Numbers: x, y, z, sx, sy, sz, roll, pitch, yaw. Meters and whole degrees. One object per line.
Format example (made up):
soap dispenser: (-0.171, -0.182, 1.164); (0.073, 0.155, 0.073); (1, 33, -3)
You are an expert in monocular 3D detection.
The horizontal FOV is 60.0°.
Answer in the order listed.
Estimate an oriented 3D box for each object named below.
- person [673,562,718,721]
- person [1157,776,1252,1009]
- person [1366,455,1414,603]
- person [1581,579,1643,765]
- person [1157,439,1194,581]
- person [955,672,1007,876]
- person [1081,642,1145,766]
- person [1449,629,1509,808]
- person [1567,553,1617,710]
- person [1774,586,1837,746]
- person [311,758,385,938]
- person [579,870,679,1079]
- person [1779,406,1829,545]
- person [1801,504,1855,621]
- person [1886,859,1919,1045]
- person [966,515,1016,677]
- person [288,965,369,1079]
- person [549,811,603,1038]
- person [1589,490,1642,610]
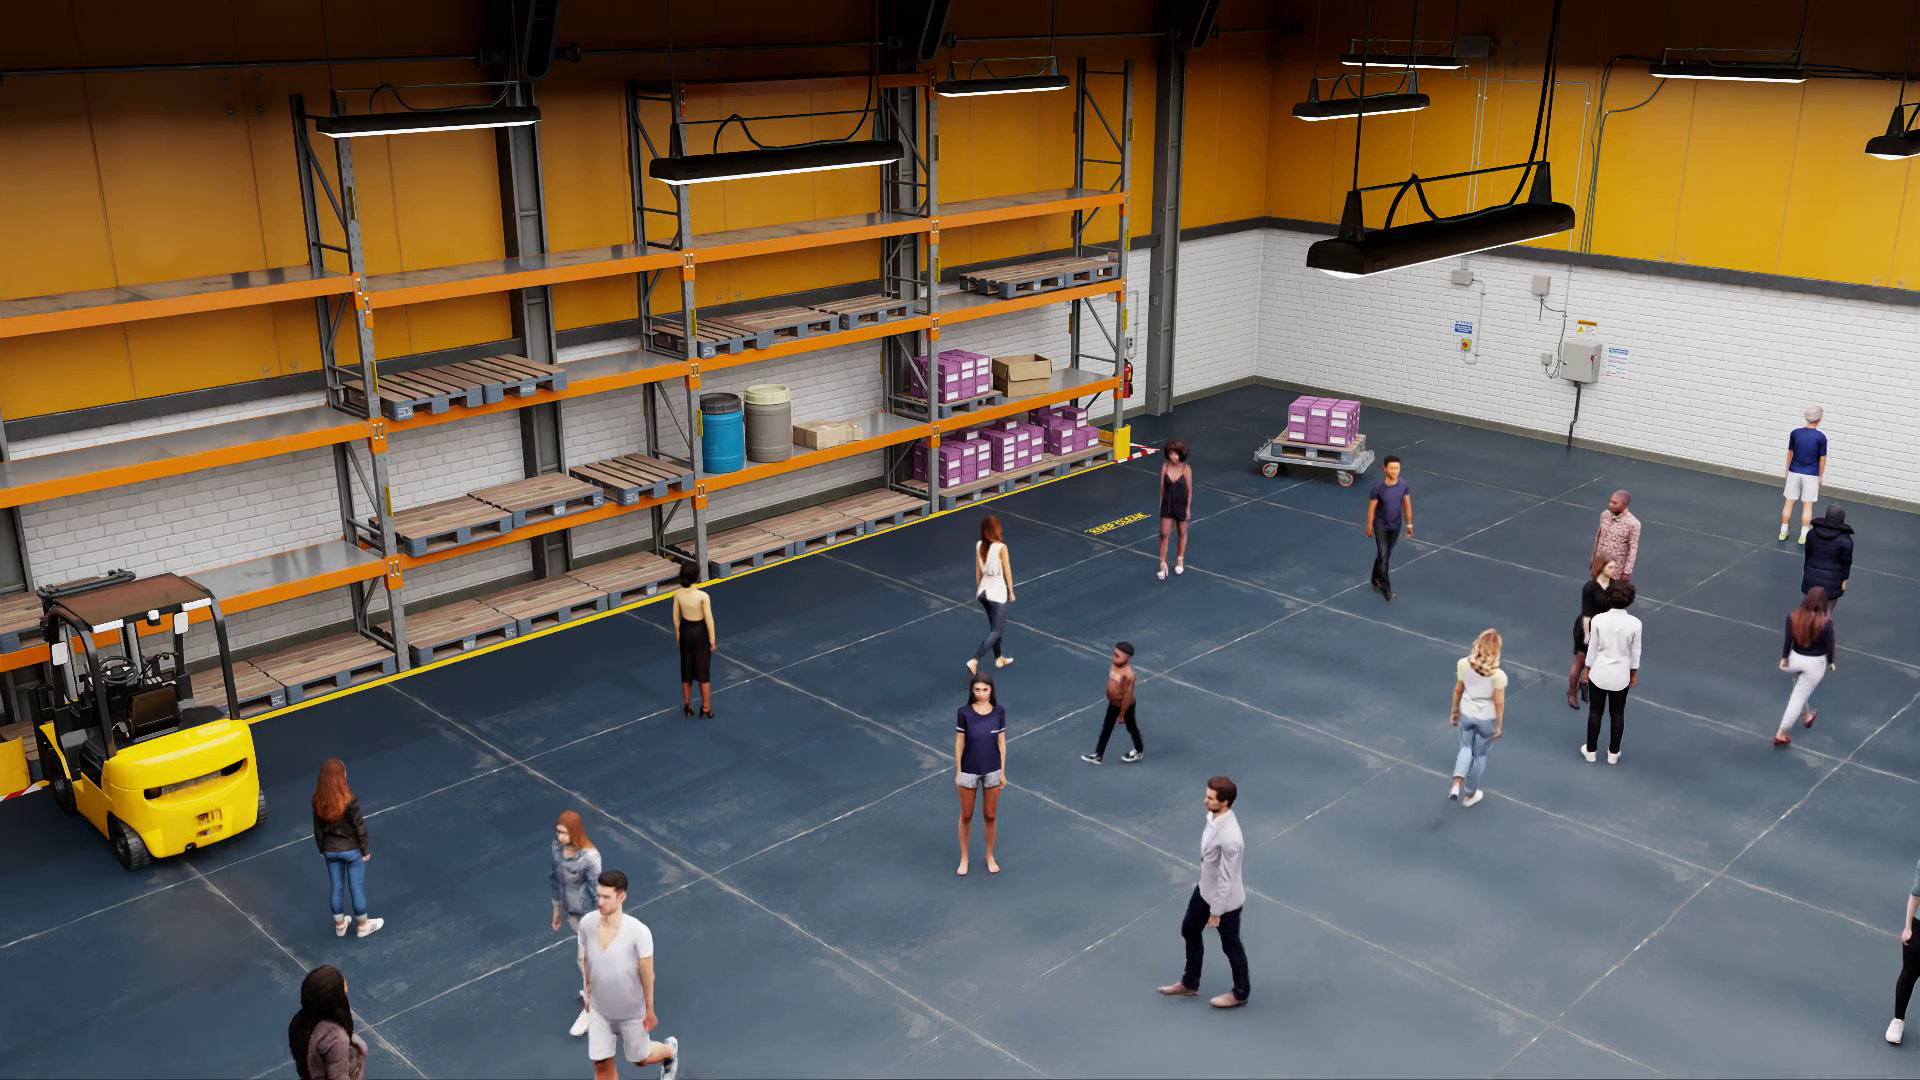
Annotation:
person: (-2.657, 1.006, 16.614); (0.667, 1.654, 0.680); (6, 20, 17)
person: (1.944, 2.516, 11.856); (1.050, 1.828, 0.974); (-2, 19, -6)
person: (5.108, -0.173, 19.982); (1.139, 1.739, 1.084); (-4, 19, -11)
person: (6.139, 1.237, 15.689); (0.714, 1.807, 0.711); (5, 19, 15)
person: (2.708, -0.414, 20.657); (0.800, 1.764, 0.924); (5, 19, 13)
person: (0.168, 1.913, 13.744); (0.645, 1.766, 0.721); (-2, 19, -5)
person: (1.585, 1.552, 15.675); (0.949, 1.219, 0.714); (-9, 21, -25)
person: (4.539, 1.617, 14.710); (0.648, 1.710, 0.778); (16, 24, 39)
person: (6.337, 0.903, 16.864); (0.681, 1.690, 0.760); (-6, 19, -17)
person: (8.114, 1.262, 16.023); (1.134, 1.546, 0.723); (-13, 23, -34)
person: (-4.768, 2.369, 12.836); (0.636, 1.483, 0.672); (2, 19, 7)
person: (-2.124, 2.914, 10.661); (0.940, 1.837, 1.174); (8, 20, 22)
person: (11.115, -0.867, 21.898); (0.624, 1.832, 0.537); (17, 25, 42)
person: (9.546, 0.403, 18.372); (0.661, 1.675, 0.682); (-15, 24, -38)
person: (6.710, 2.707, 11.429); (0.615, 1.740, 0.602); (11, 21, 29)
person: (0.309, 0.620, 17.589); (0.578, 1.763, 0.999); (18, 25, 42)
person: (-3.673, 3.337, 9.476); (0.817, 1.792, 1.175); (12, 22, 33)
person: (-2.630, 2.617, 11.805); (0.663, 1.670, 0.840); (17, 25, 41)
person: (7.253, 0.295, 18.481); (0.689, 1.810, 0.745); (-10, 21, -28)
